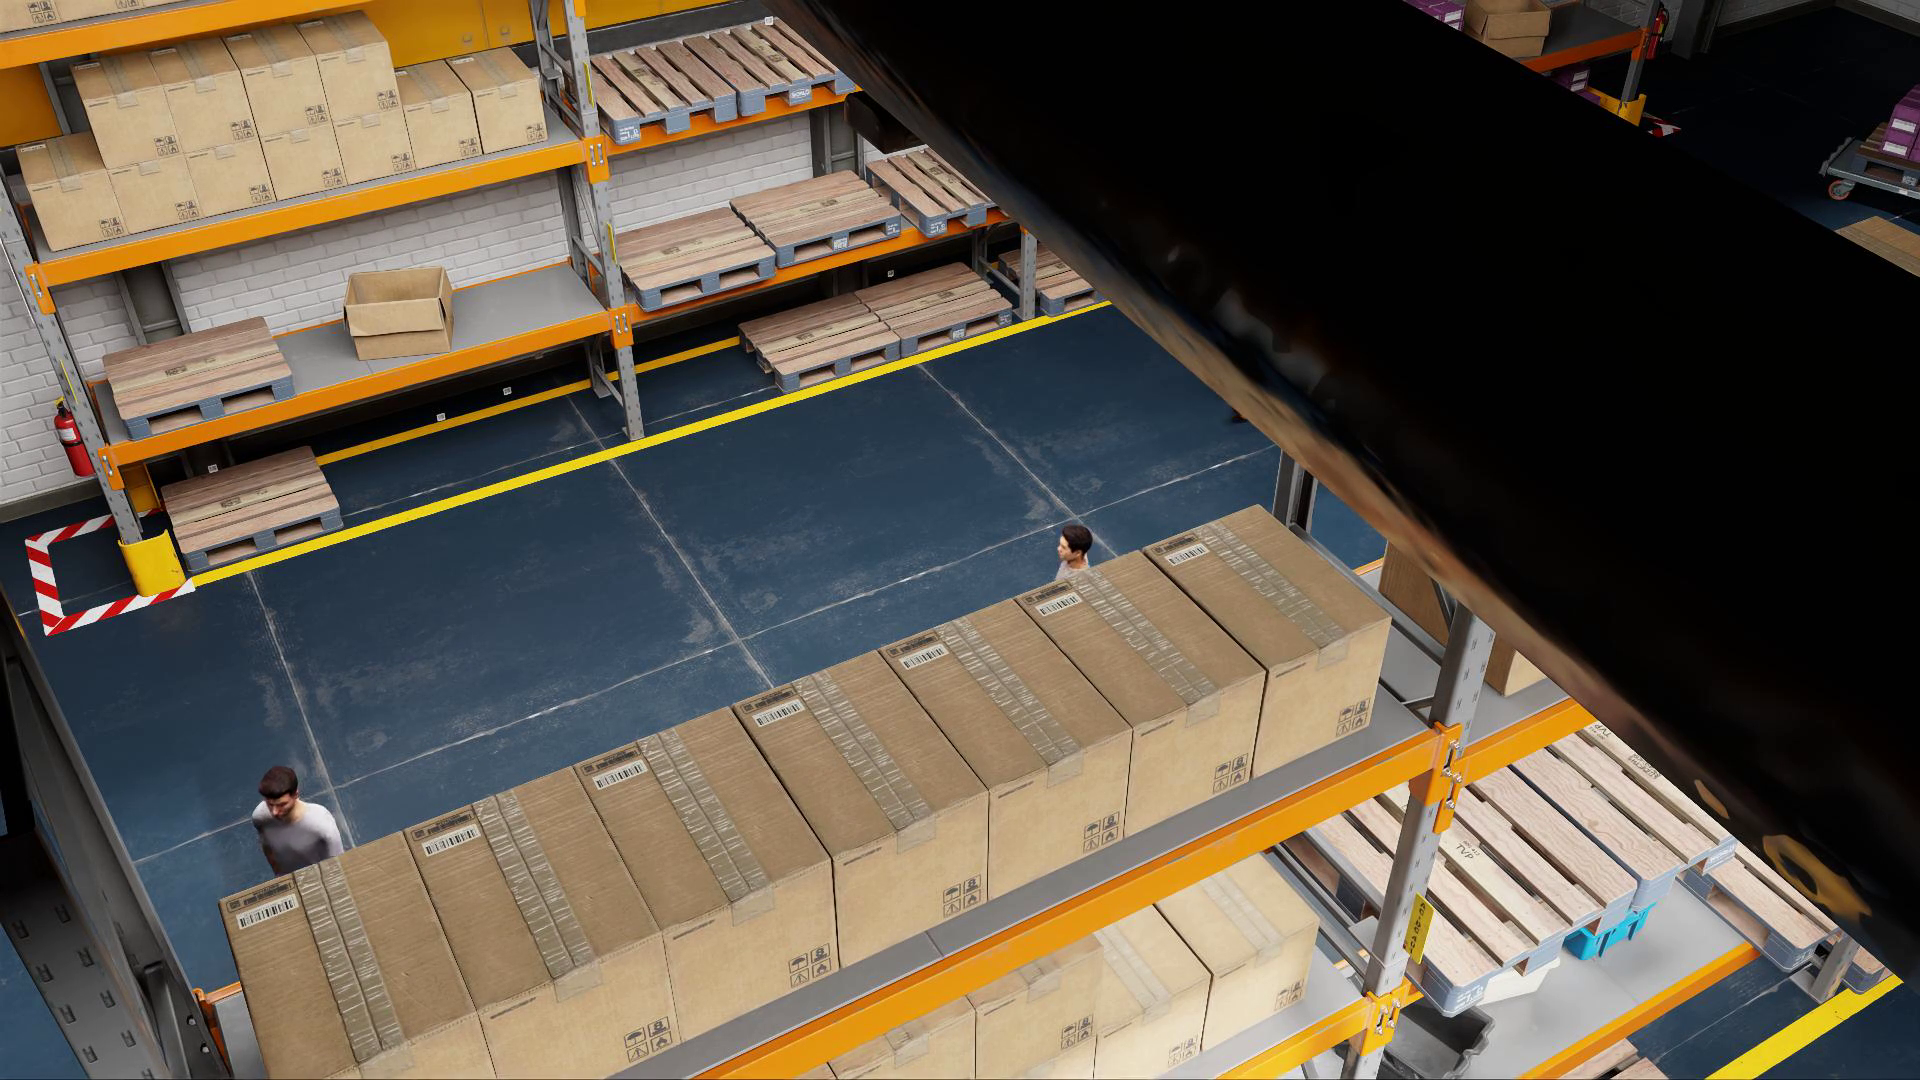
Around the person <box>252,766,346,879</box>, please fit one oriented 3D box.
[{"bbox_3d":[-3.636,1.862,9.513,0.883,1.869,0.941,7,39,9],"label":"person"}]

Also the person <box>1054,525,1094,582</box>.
[{"bbox_3d":[0.840,0.597,11.247,1.186,1.682,0.828,-8,39,-10],"label":"person"}]
